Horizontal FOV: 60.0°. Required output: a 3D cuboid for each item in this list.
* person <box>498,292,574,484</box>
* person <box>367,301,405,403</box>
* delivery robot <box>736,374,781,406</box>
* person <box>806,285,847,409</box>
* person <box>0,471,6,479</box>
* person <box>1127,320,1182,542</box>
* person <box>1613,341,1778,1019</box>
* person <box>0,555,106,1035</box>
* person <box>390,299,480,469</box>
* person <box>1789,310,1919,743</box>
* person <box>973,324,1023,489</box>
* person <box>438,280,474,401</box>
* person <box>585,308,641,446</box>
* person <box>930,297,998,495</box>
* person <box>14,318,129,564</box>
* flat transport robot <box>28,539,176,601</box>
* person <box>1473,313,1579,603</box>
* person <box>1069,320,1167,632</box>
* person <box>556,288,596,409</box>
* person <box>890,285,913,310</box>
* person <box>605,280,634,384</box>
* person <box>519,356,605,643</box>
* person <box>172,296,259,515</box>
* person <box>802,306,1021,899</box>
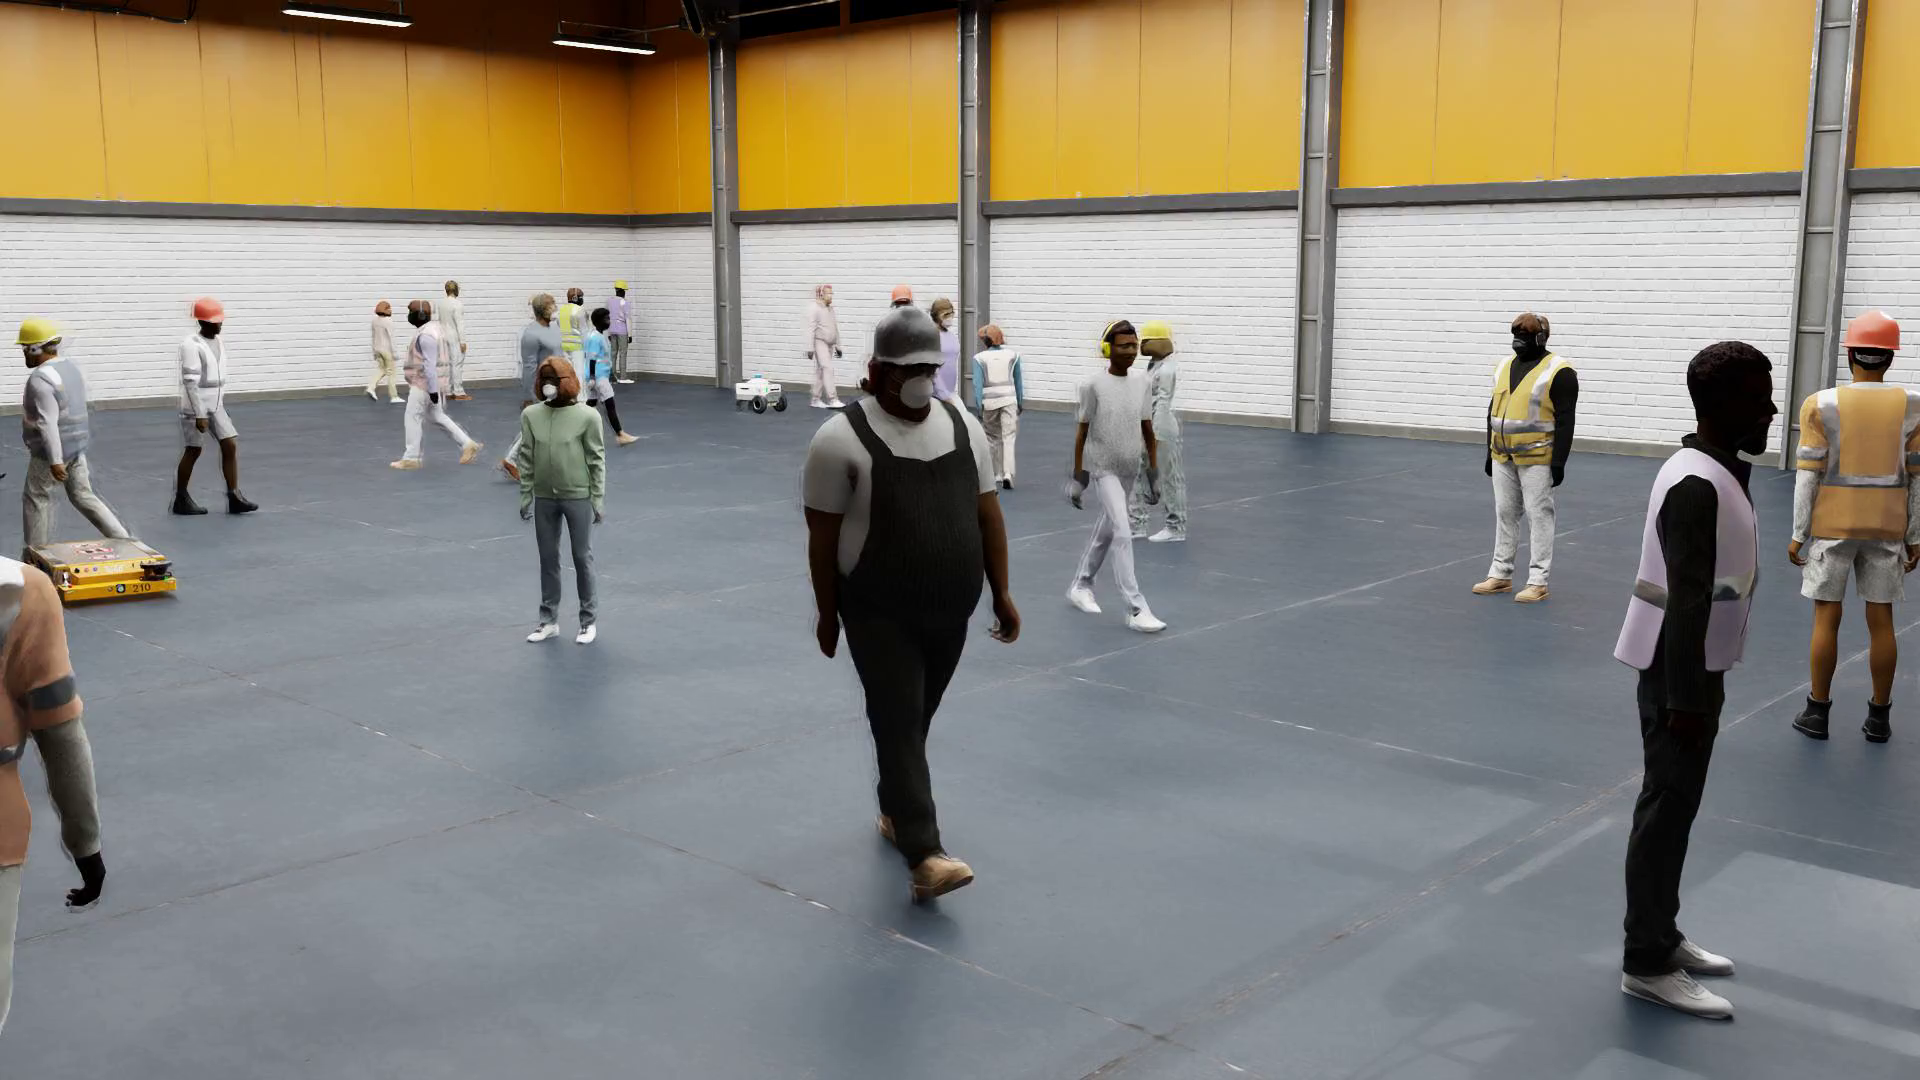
[{"bbox_3d":[-4.093,-1.461,16.220,0.977,1.909,0.632,1,9,6],"label":"person"},{"bbox_3d":[-9.095,-2.966,26.285,0.507,1.625,0.542,7,11,35],"label":"person"},{"bbox_3d":[-2.989,-2.216,24.656,0.707,0.478,0.477,8,12,39],"label":"delivery robot"},{"bbox_3d":[-1.949,-2.907,25.138,0.839,1.873,0.665,4,10,24],"label":"person"},{"bbox_3d":[-9.680,-1.309,15.854,0.924,1.694,0.577,-5,11,-30],"label":"person"},{"bbox_3d":[1.431,-0.831,12.848,0.684,1.716,0.512,-2,10,-13],"label":"person"},{"bbox_3d":[2.118,0.383,4.839,0.395,1.919,0.590,5,10,28],"label":"person"},{"bbox_3d":[-2.149,0.627,3.469,0.605,1.882,0.991,-3,10,-18],"label":"person"},{"bbox_3d":[-5.626,-1.663,17.723,0.860,1.810,0.622,-2,9,-12],"label":"person"},{"bbox_3d":[4.029,-0.058,7.486,0.549,1.936,0.376,3,10,17],"label":"person"},{"bbox_3d":[0.382,-1.305,16.200,0.521,1.583,0.862,-1,9,-8],"label":"person"},{"bbox_3d":[-8.129,-3.198,26.733,0.629,1.940,0.372,8,12,42],"label":"person"},{"bbox_3d":[-4.204,-1.933,19.849,0.834,1.655,0.541,-1,9,-8],"label":"person"},{"bbox_3d":[-0.158,-1.315,15.436,1.066,1.863,0.618,7,12,37],"label":"person"},{"bbox_3d":[-6.211,-0.646,11.539,0.853,1.793,0.573,0,9,0],"label":"person"},{"bbox_3d":[-5.772,0.176,11.145,0.652,0.197,1.431,-7,12,-36],"label":"flat transport robot"},{"bbox_3d":[3.612,-0.526,10.646,0.430,1.845,0.623,-5,11,-30],"label":"person"},{"bbox_3d":[0.941,-0.401,9.966,0.536,1.830,0.995,-6,11,-31],"label":"person"},{"bbox_3d":[-5.741,-2.844,24.875,0.620,1.840,0.430,8,12,39],"label":"person"},{"bbox_3d":[-0.595,-1.744,17.797,0.620,1.936,1.026,-1,9,-4],"label":"person"},{"bbox_3d":[-6.286,-3.848,30.790,0.585,1.919,0.391,5,11,30],"label":"person"},{"bbox_3d":[-2.257,-0.224,9.433,0.506,1.632,0.266,2,9,12],"label":"person"},{"bbox_3d":[-6.420,-1.131,14.208,0.879,1.879,0.565,2,10,13],"label":"person"},{"bbox_3d":[-0.115,0.177,5.729,0.686,2.000,0.990,-6,11,-33],"label":"person"}]
